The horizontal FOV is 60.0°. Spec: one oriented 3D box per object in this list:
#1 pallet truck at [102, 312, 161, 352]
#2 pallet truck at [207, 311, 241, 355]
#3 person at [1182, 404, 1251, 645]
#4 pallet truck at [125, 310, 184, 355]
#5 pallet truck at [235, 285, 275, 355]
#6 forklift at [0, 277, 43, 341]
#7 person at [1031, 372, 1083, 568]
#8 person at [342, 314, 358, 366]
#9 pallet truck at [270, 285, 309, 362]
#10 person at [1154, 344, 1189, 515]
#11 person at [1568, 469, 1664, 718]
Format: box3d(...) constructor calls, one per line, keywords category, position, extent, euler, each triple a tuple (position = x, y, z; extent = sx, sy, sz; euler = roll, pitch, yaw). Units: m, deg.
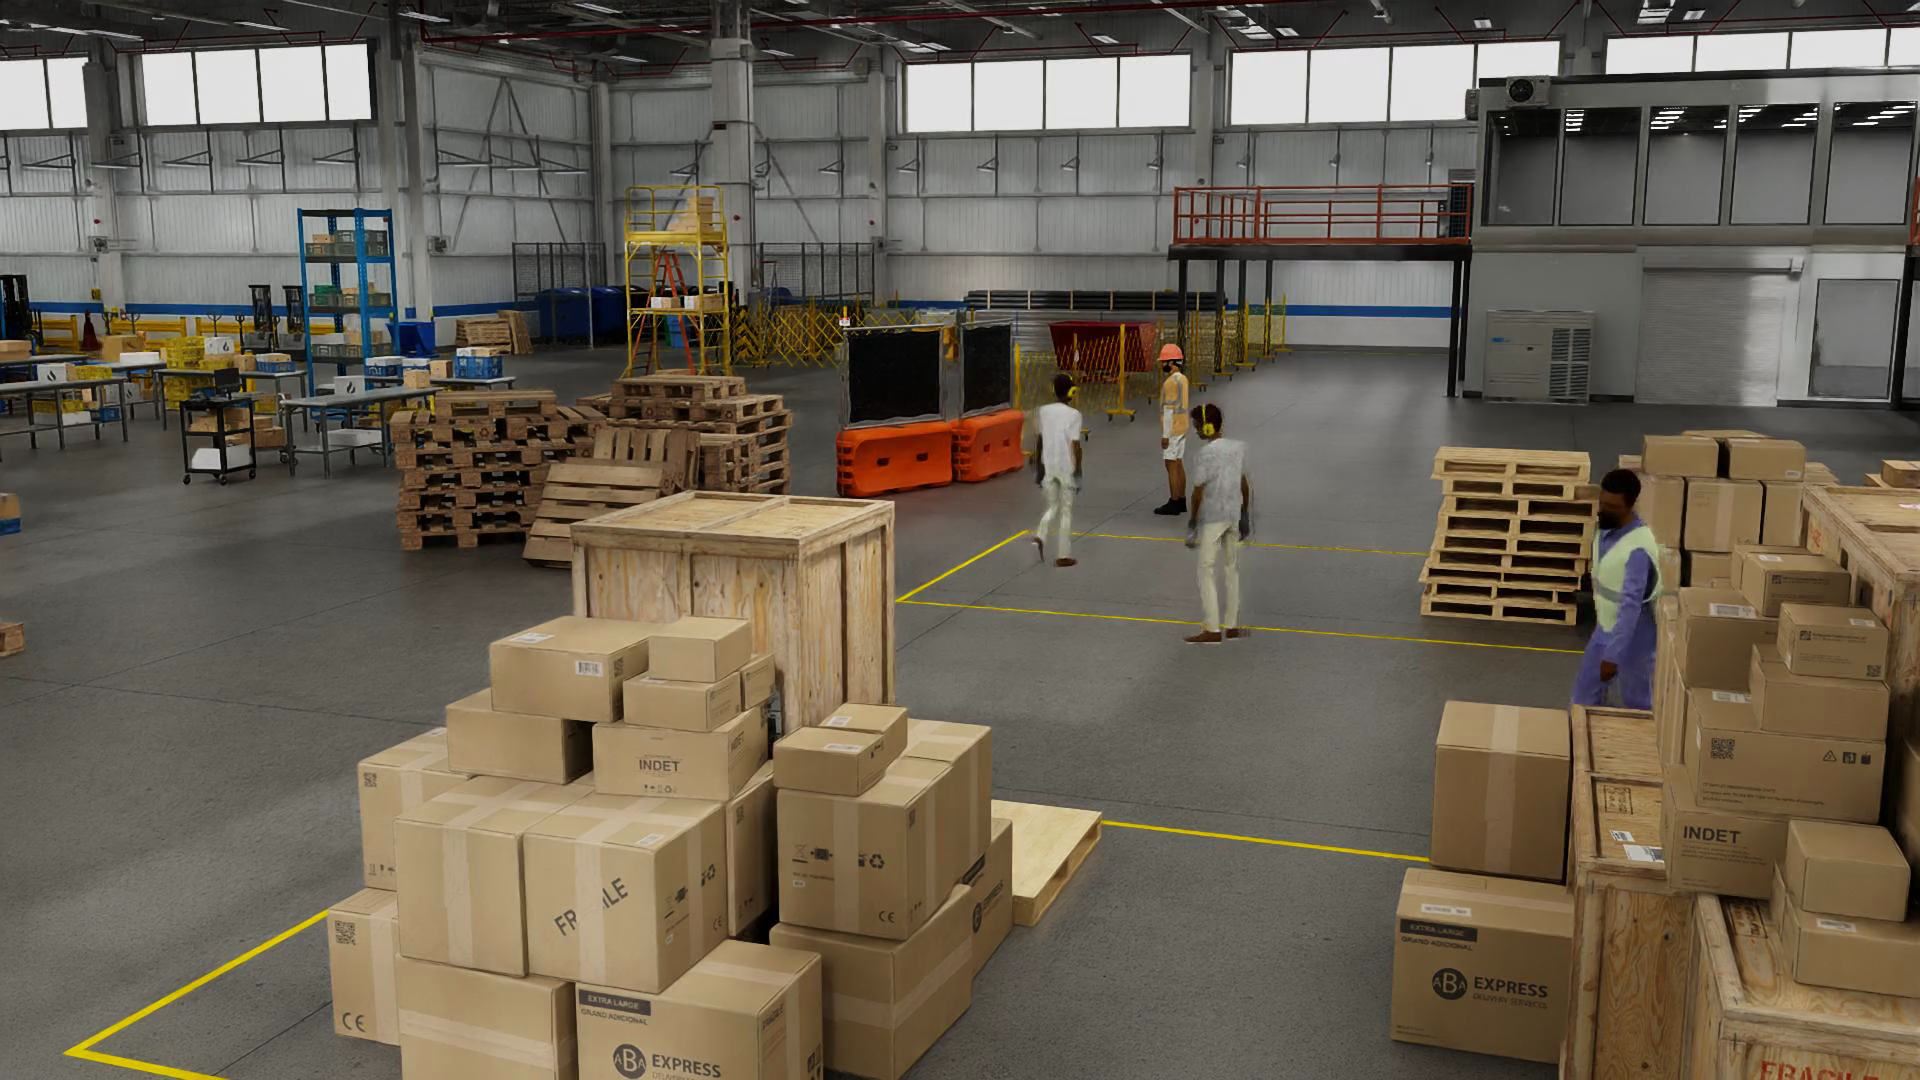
box3d(category="pallet truck", position=(-23.057, -5.777, 46.261), extent=(0.680, 1.201, 1.601), euler=(3, 11, 19))
box3d(category="pallet truck", position=(-19.537, -5.575, 44.913), extent=(0.653, 1.274, 1.630), euler=(3, 11, 19))
box3d(category="person", position=(1.980, -0.123, 12.726), extent=(0.644, 1.839, 0.344), euler=(-6, 12, -32))
box3d(category="pallet truck", position=(-22.038, -5.665, 45.457), extent=(0.704, 1.261, 1.522), euler=(3, 11, 17))
box3d(category="pallet truck", position=(-18.327, -5.835, 44.421), extent=(0.823, 1.965, 1.885), euler=(4, 11, 23))
box3d(category="forklift", position=(-27.151, -6.329, 46.328), extent=(1.157, 1.987, 2.680), euler=(3, 11, 17))
box3d(category="person", position=(0.906, -0.639, 15.552), extent=(0.546, 1.858, 0.530), euler=(8, 13, 38))
box3d(category="person", position=(-15.253, -5.313, 41.793), extent=(0.687, 1.882, 0.654), euler=(-7, 12, -36))
box3d(category="pallet truck", position=(-17.147, -5.700, 43.663), extent=(0.823, 1.965, 1.885), euler=(3, 11, 17))
box3d(category="person", position=(2.381, -1.241, 18.763), extent=(0.385, 1.930, 0.539), euler=(4, 11, 21))
box3d(category="person", position=(3.508, 0.522, 9.019), extent=(0.928, 1.852, 0.679), euler=(0, 10, -2))
